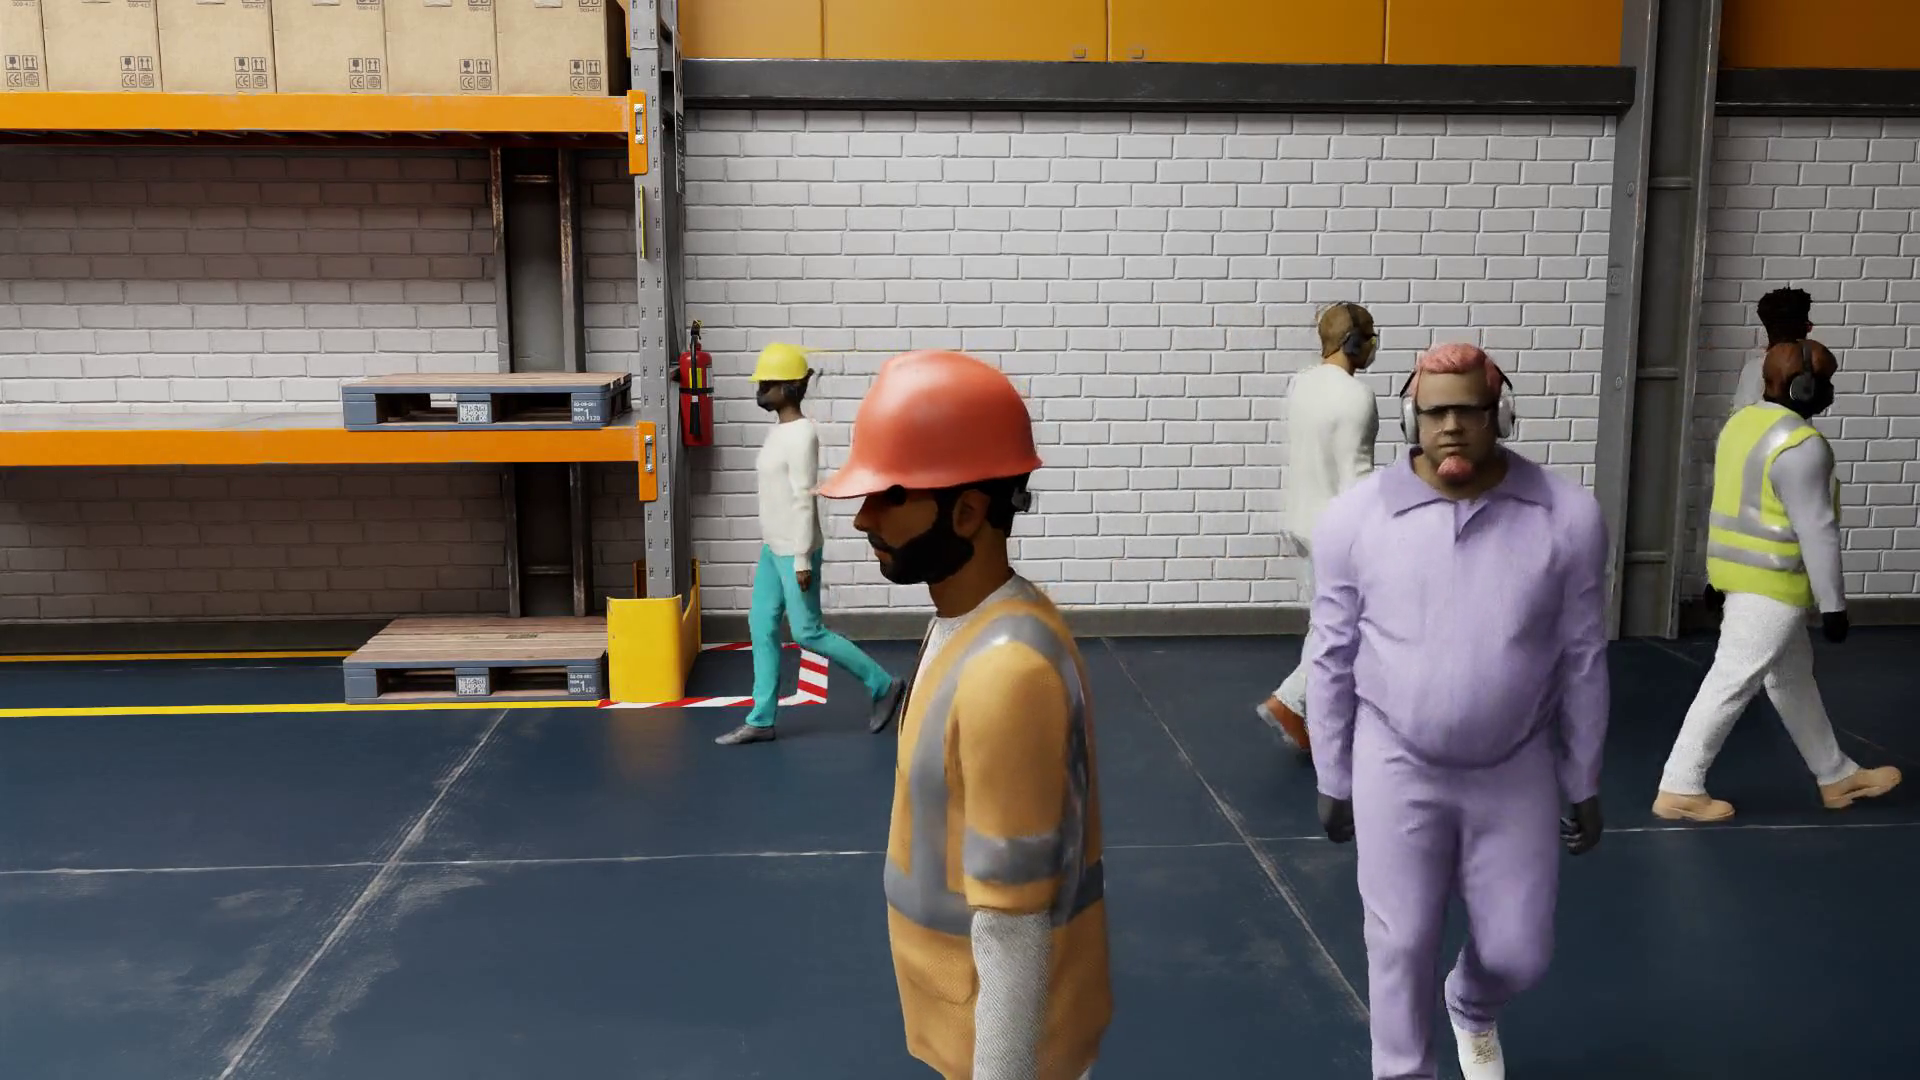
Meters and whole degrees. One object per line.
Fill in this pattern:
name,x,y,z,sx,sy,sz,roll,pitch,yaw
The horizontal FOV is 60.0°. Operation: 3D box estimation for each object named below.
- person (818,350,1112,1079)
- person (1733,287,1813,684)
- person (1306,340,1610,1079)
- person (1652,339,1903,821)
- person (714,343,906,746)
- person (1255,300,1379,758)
person,0.014,0.692,2.405,0.414,1.925,0.556,0,9,-2
person,4.026,-0.265,8.254,0.361,1.965,0.613,1,9,8
person,1.100,0.495,3.736,0.655,1.884,0.535,2,9,11
person,3.047,0.162,6.123,0.974,1.786,0.654,1,9,5
person,-0.652,0.025,7.131,0.759,1.745,0.525,-3,10,-19
person,1.520,-0.018,6.846,0.482,1.920,0.646,-2,9,-9
